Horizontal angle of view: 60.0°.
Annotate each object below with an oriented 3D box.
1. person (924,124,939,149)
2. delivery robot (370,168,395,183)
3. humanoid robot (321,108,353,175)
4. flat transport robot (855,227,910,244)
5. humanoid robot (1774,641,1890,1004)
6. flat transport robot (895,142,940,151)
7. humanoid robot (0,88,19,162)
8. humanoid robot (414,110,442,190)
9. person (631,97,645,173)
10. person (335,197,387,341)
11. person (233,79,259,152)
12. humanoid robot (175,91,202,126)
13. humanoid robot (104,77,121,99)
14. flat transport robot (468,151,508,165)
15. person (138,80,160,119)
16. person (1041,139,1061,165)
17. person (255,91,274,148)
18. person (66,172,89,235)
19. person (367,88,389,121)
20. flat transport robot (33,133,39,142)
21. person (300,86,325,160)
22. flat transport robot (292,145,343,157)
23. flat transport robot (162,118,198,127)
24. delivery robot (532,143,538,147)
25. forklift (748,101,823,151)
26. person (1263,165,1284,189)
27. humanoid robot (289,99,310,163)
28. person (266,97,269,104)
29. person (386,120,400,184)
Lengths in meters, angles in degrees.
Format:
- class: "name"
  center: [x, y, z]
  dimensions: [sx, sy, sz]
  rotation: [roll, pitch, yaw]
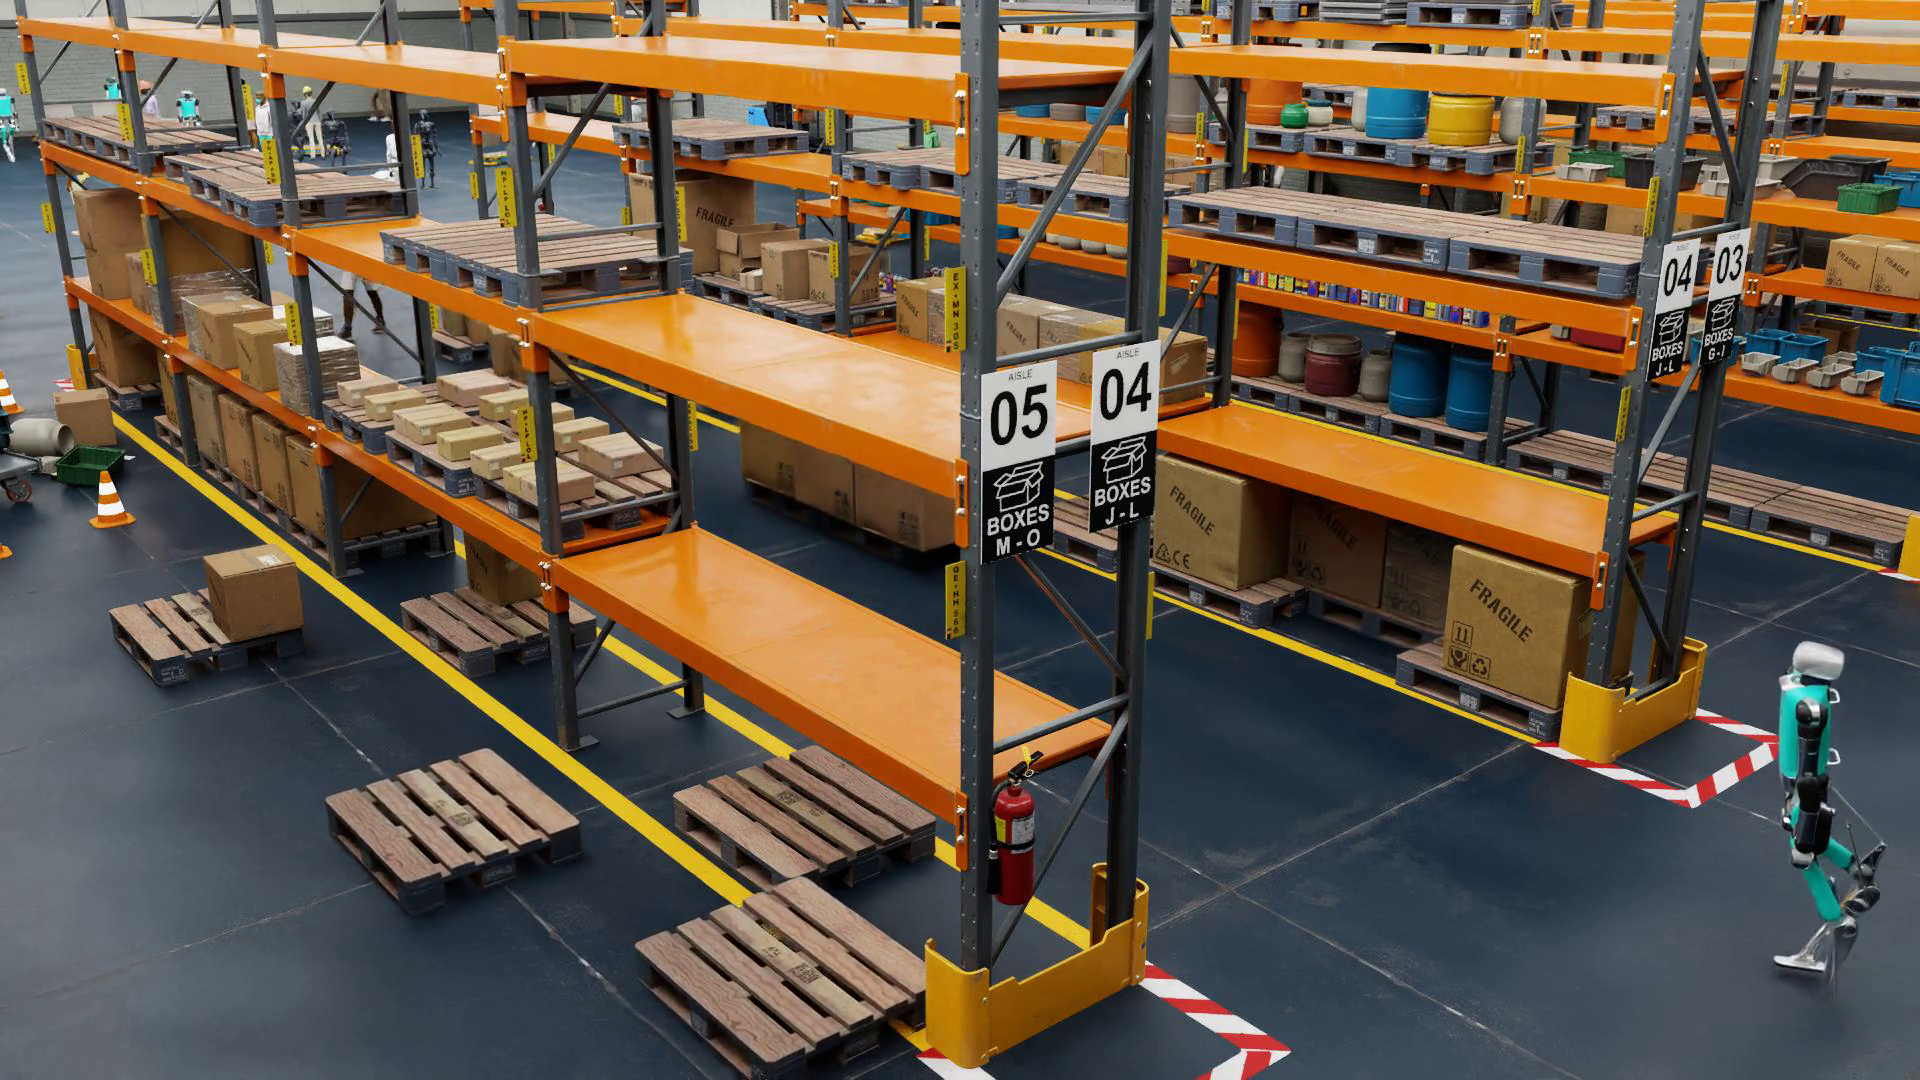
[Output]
- class: "person"
  center: [-0.608, -7.562, 33.255]
  dimensions: [0.478, 1.734, 0.315]
  rotation: [12, 23, 32]
- class: "delivery robot"
  center: [-12.070, -7.537, 34.954]
  dimensions: [0.499, 0.594, 0.778]
  rotation: [7, 21, 19]
- class: "humanoid robot"
  center: [-13.509, -8.539, 36.125]
  dimensions: [0.614, 1.645, 0.395]
  rotation: [-3, 20, -9]
- class: "flat transport robot"
  center: [-1.136, -5.404, 29.316]
  dimensions: [0.659, 0.231, 1.431]
  rotation: [17, 25, 40]
- class: "humanoid robot"
  center: [4.155, 1.411, 7.873]
  dimensions: [0.728, 1.901, 0.542]
  rotation: [7, 20, 18]
- class: "flat transport robot"
  center: [-0.943, -7.844, 36.259]
  dimensions: [0.659, 0.231, 1.431]
  rotation: [-8, 21, -21]
- class: "humanoid robot"
  center: [-23.263, -10.101, 40.509]
  dimensions: [0.540, 1.777, 0.948]
  rotation: [-15, 24, -36]
- class: "humanoid robot"
  center: [-11.398, -8.356, 35.571]
  dimensions: [0.315, 1.657, 0.599]
  rotation: [15, 24, 36]
- class: "person"
  center: [-7.323, -9.135, 37.483]
  dimensions: [0.352, 1.898, 0.562]
  rotation: [4, 20, 11]
- class: "person"
  center: [-7.873, -3.571, 21.633]
  dimensions: [0.607, 1.904, 0.984]
  rotation: [4, 20, 11]
- class: "person"
  center: [-18.057, -10.729, 42.101]
  dimensions: [0.793, 1.844, 0.414]
  rotation: [10, 22, 25]
- class: "humanoid robot"
  center: [-17.978, -9.603, 39.121]
  dimensions: [0.728, 1.844, 0.530]
  rotation: [17, 26, 40]
- class: "humanoid robot"
  center: [-22.321, -11.231, 43.726]
  dimensions: [0.559, 1.804, 0.768]
  rotation: [4, 20, 12]
- class: "flat transport robot"
  center: [-11.133, -9.226, 40.192]
  dimensions: [0.659, 0.231, 1.431]
  rotation: [11, 22, 28]
- class: "person"
  center: [-19.091, -9.878, 39.451]
  dimensions: [0.832, 2.006, 0.606]
  rotation: [-8, 21, -21]
- class: "person"
  center: [1.718, -6.888, 31.285]
  dimensions: [0.401, 1.760, 0.556]
  rotation: [-11, 22, -28]
- class: "person"
  center: [-15.567, -9.098, 37.348]
  dimensions: [0.498, 1.916, 0.375]
  rotation: [7, 21, 19]
- class: "person"
  center: [-15.788, -6.398, 29.722]
  dimensions: [0.398, 1.886, 0.508]
  rotation: [-3, 20, -8]
- class: "person"
  center: [-17.619, -13.544, 50.087]
  dimensions: [0.534, 1.850, 0.780]
  rotation: [15, 24, 37]
- class: "flat transport robot"
  center: [-24.265, -10.712, 44.422]
  dimensions: [0.659, 0.231, 1.431]
  rotation: [-15, 24, -36]
- class: "person"
  center: [-15.853, -10.190, 40.689]
  dimensions: [0.523, 1.761, 0.323]
  rotation: [-17, 25, -40]
- class: "flat transport robot"
  center: [-16.274, -9.785, 41.785]
  dimensions: [1.431, 0.231, 0.659]
  rotation: [0, 19, -1]
- class: "flat transport robot"
  center: [-19.280, -9.573, 41.179]
  dimensions: [0.659, 0.231, 1.431]
  rotation: [2, 19, 5]
- class: "delivery robot"
  center: [-11.212, -10.642, 43.764]
  dimensions: [0.499, 0.577, 0.769]
  rotation: [-12, 23, -31]
- class: "forklift"
  center: [-4.526, -11.368, 42.374]
  dimensions: [1.129, 2.768, 1.873]
  rotation: [-15, 24, -37]
- class: "person"
  center: [5.173, -5.591, 27.527]
  dimensions: [0.567, 1.795, 0.978]
  rotation: [-8, 21, -21]
- class: "humanoid robot"
  center: [-15.262, -9.331, 38.368]
  dimensions: [0.360, 1.650, 0.596]
  rotation: [2, 19, 6]
- class: "person"
  center: [-18.525, -11.617, 44.836]
  dimensions: [0.316, 1.698, 0.540]
  rotation: [-9, 21, -24]
- class: "person"
  center: [-10.536, -7.004, 31.438]
  dimensions: [0.573, 1.881, 0.357]
  rotation: [4, 20, 11]
